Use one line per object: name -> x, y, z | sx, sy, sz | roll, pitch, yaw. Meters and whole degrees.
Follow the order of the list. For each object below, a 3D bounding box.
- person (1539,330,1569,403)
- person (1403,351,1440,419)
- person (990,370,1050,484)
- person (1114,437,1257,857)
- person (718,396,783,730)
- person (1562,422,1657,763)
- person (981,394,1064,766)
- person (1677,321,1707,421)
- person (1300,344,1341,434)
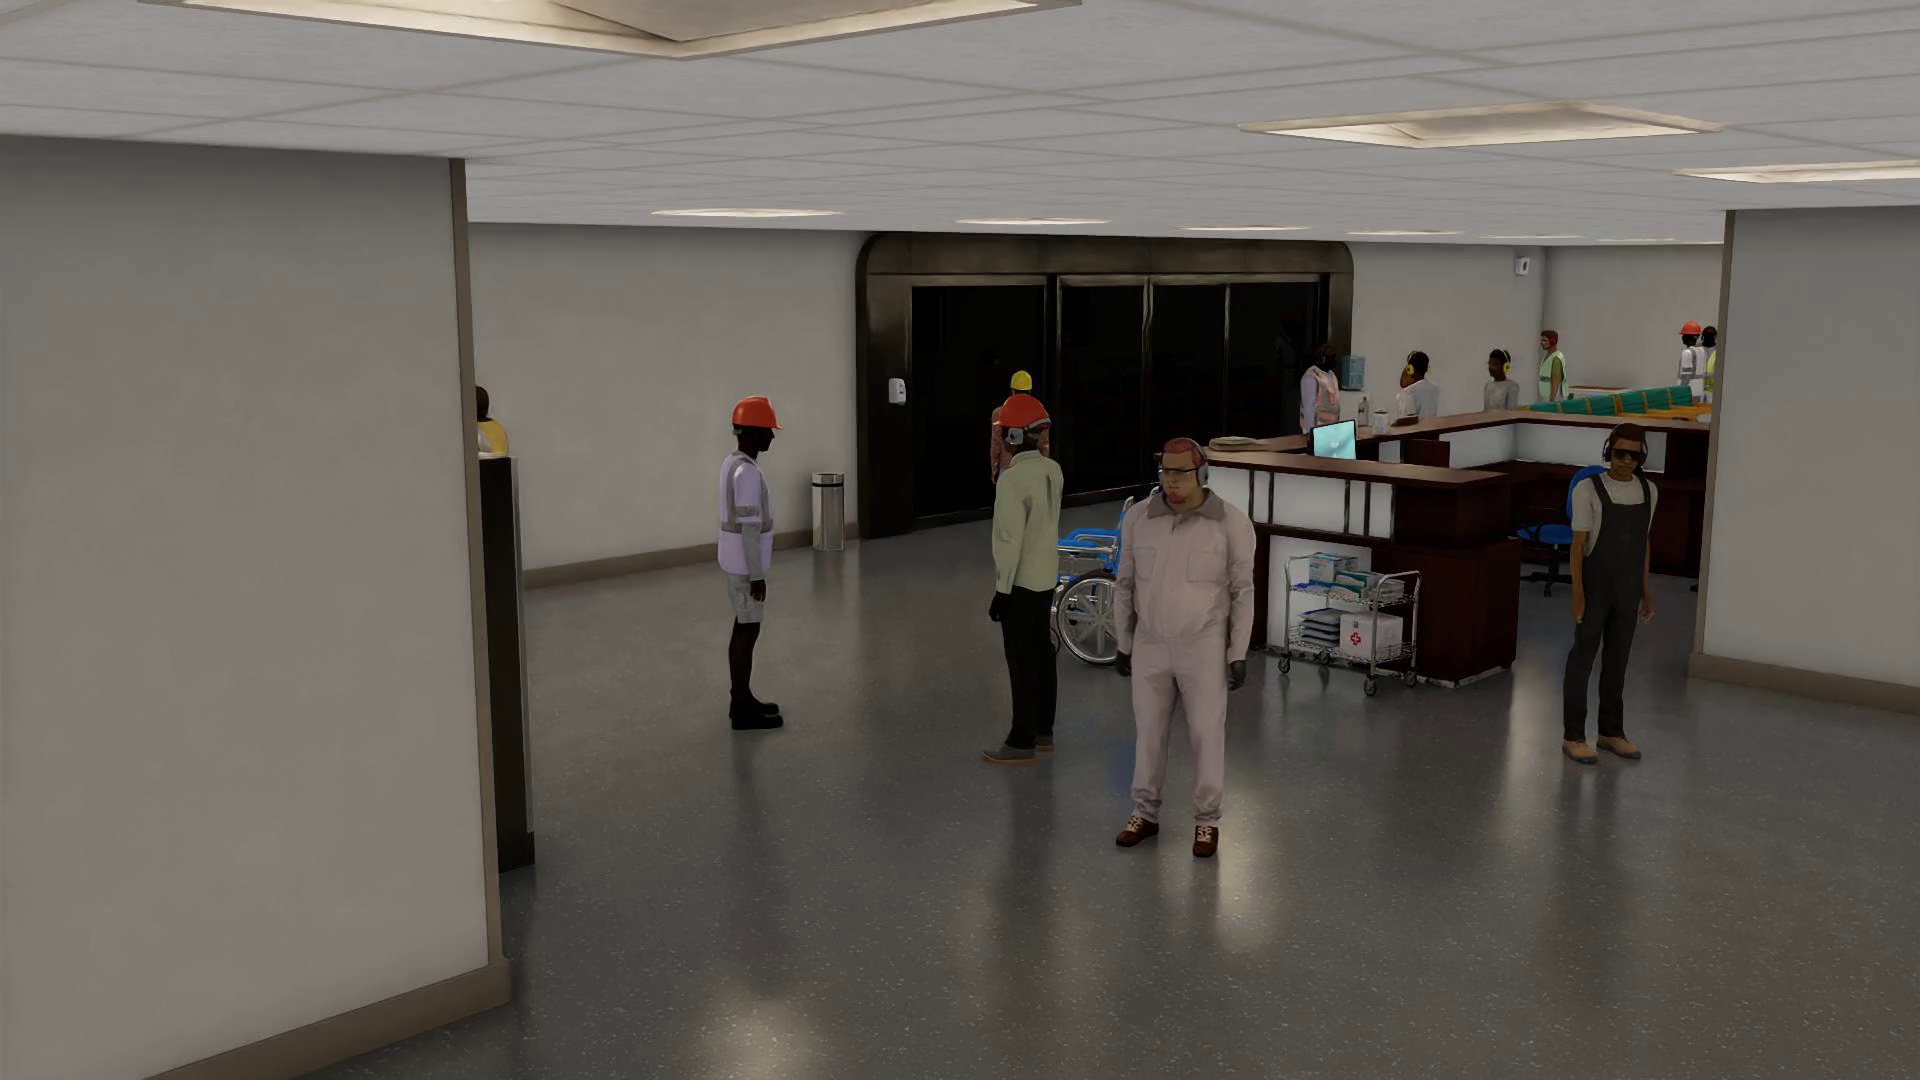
person -> 8.009, -1.914, 22.490 | 0.387, 1.837, 0.560 | 1, 9, 5
person -> 4.450, -0.907, 16.212 | 0.518, 1.865, 0.330 | -8, 12, -39
person -> 0.535, -0.637, 14.883 | 0.529, 1.761, 0.334 | 1, 9, 3
person -> 0.996, 0.484, 7.548 | 0.644, 1.907, 0.400 | 4, 10, 25
person -> -1.205, 0.131, 9.652 | 0.390, 1.929, 0.545 | -2, 10, -15
person -> 3.522, 0.281, 8.988 | 0.506, 1.842, 0.350 | -2, 10, -15
person -> 0.340, 0.212, 8.948 | 0.382, 1.995, 0.612 | 5, 10, 27
person -> 9.981, -2.021, 22.817 | 0.543, 1.939, 0.361 | -9, 13, -43
person -> 3.989, -1.250, 18.434 | 0.431, 1.833, 0.626 | 7, 11, 35
